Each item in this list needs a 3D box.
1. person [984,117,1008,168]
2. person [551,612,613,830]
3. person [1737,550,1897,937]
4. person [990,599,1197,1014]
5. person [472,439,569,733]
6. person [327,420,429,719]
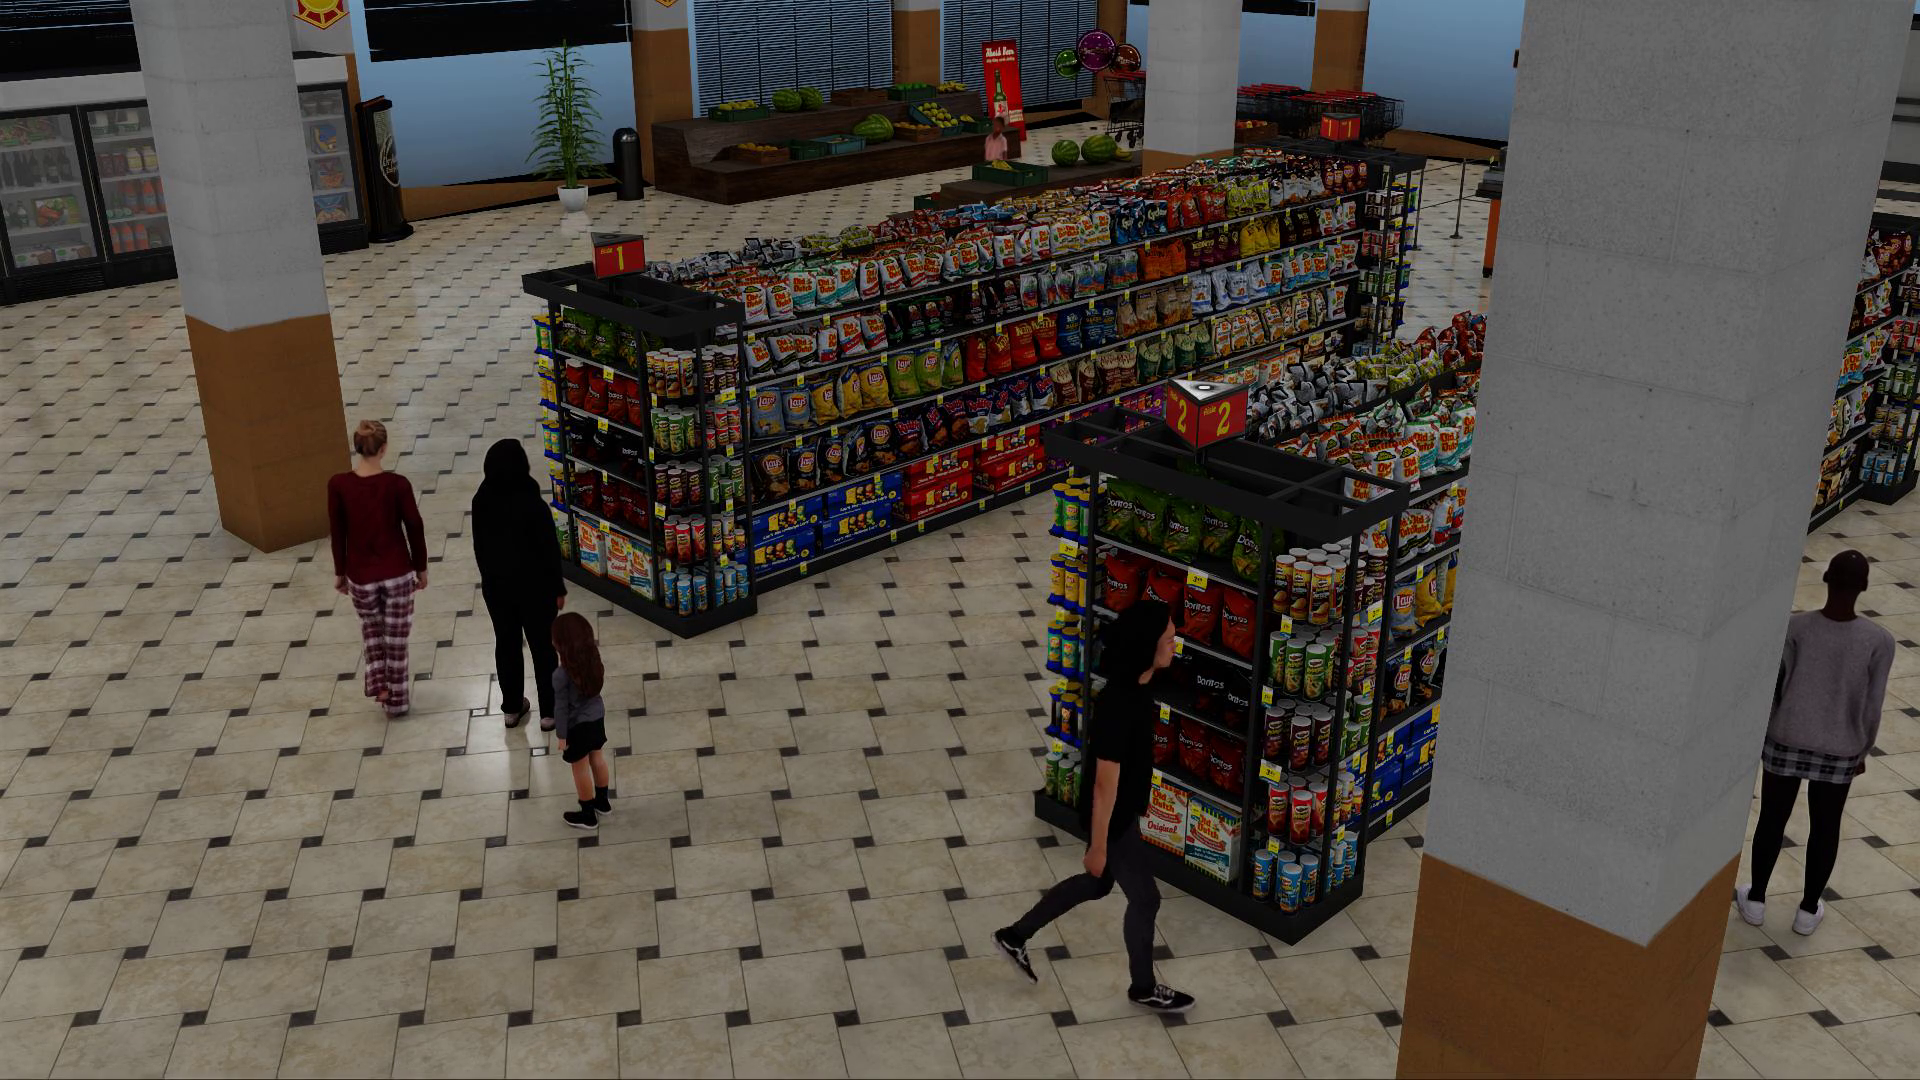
[{"bbox_3d":[0.511,-5.037,22.401,0.568,1.293,0.828,16,27,34],"label":"person"},{"bbox_3d":[-1.818,0.853,7.995,0.578,1.105,0.468,9,24,22],"label":"person"},{"bbox_3d":[3.632,0.862,7.077,0.680,1.772,0.656,10,24,23],"label":"person"},{"bbox_3d":[0.511,1.066,6.549,1.108,1.789,1.139,4,22,11],"label":"person"},{"bbox_3d":[-2.333,0.245,8.821,0.757,1.617,0.783,6,23,14],"label":"person"},{"bbox_3d":[-3.105,0.190,8.858,0.739,1.691,0.821,-3,22,-8],"label":"person"}]
